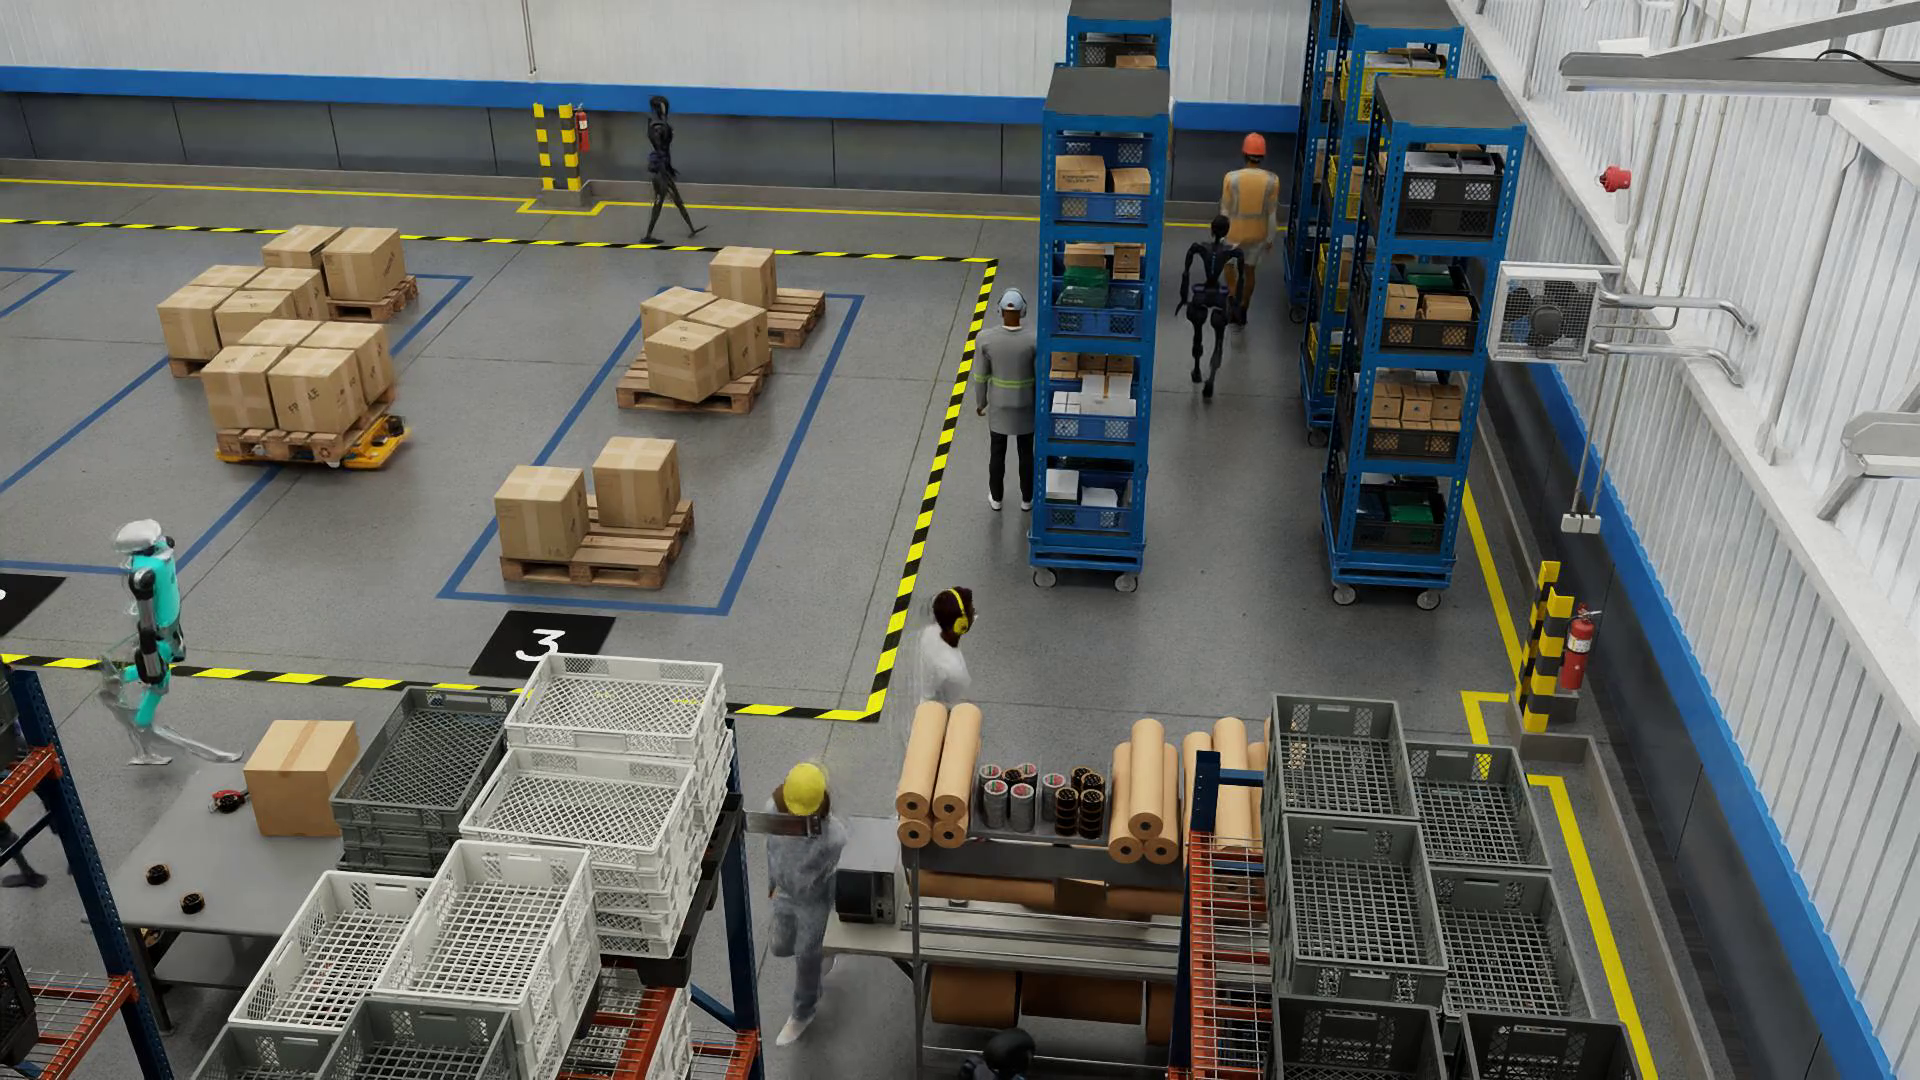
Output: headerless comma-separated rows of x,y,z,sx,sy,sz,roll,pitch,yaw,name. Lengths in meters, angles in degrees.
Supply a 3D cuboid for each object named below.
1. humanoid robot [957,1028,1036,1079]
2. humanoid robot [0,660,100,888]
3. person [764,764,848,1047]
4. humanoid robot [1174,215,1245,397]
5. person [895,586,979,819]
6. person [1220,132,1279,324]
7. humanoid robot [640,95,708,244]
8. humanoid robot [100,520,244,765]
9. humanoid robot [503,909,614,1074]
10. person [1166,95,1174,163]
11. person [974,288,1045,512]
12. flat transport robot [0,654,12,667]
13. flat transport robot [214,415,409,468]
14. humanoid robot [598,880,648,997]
0.171,2.612,6.779,0.593,1.651,0.323,27,39,38,humanoid robot
-5.288,1.237,9.155,0.476,1.645,0.607,25,38,36,humanoid robot
-0.735,1.742,8.245,0.492,1.709,0.532,19,35,29,person
2.227,-2.111,14.922,0.612,1.635,0.659,7,31,11,humanoid robot
-0.096,1.095,9.228,0.534,1.846,0.558,-9,31,-14,person
2.784,-2.975,16.140,0.553,1.922,0.535,1,30,1,person
-3.209,-4.064,18.282,0.752,1.625,0.604,-2,30,-3,humanoid robot
-4.928,0.689,10.006,0.933,1.742,0.530,-4,30,-6,humanoid robot
-1.804,2.166,7.527,0.667,1.827,0.530,-4,31,-8,humanoid robot
2.139,-4.370,18.629,0.567,1.826,0.570,-17,34,-27,person
0.408,-1.087,12.969,0.588,1.849,0.394,3,30,6,person
-7.142,0.969,11.010,1.431,0.231,0.659,3,30,6,flat transport robot
-5.512,-0.875,14.149,1.431,0.197,0.652,3,30,6,flat transport robot
-1.795,1.826,8.131,0.601,1.653,0.325,2,30,3,humanoid robot
